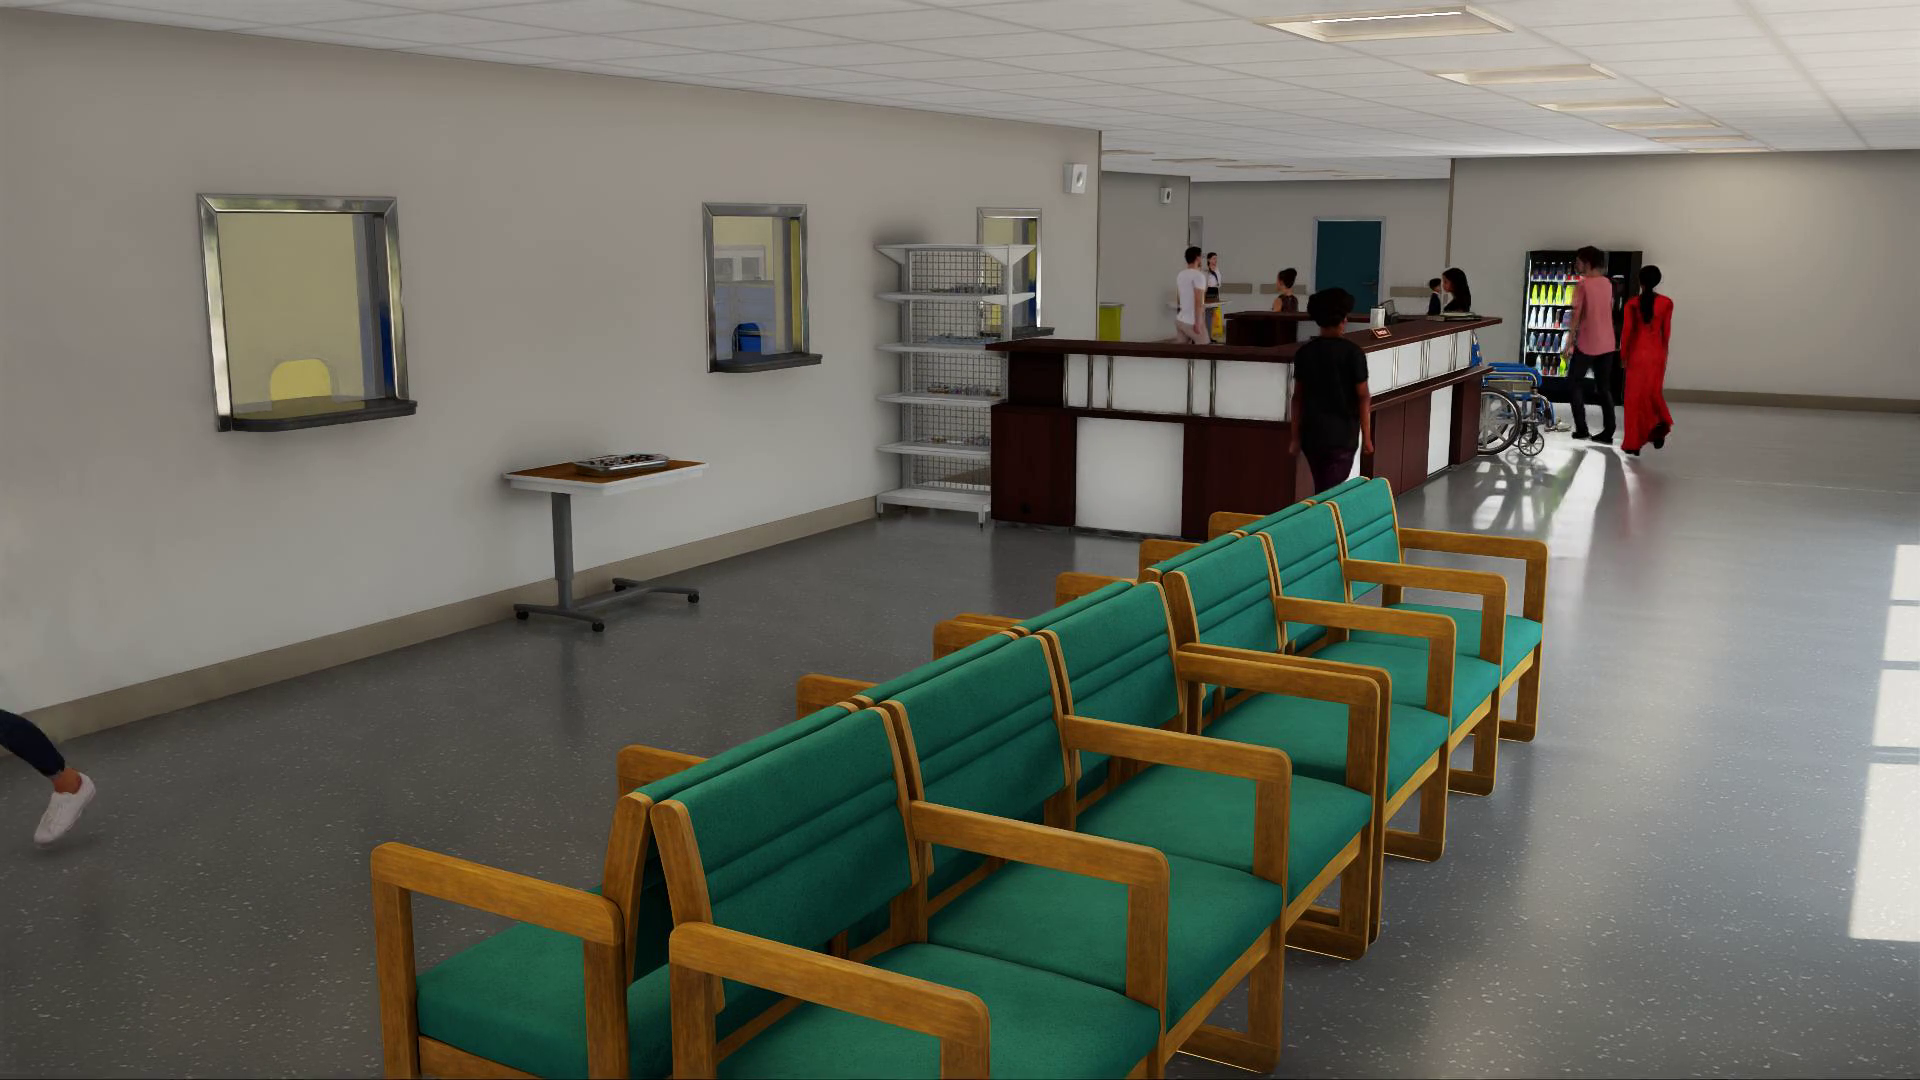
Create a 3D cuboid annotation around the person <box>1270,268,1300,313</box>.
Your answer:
[{"bbox_3d":[3.644,-2.142,18.411,1.151,1.639,0.753,10,14,42],"label":"person"}]

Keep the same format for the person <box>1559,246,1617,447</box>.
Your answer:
[{"bbox_3d":[6.183,-1.871,16.189,0.774,1.935,0.808,-3,11,-15],"label":"person"}]

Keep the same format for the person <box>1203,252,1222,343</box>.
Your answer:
[{"bbox_3d":[4.631,-4.480,30.702,0.583,1.649,0.600,10,15,44],"label":"person"}]

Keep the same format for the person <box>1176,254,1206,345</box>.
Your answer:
[{"bbox_3d":[3.766,-3.805,26.940,0.909,1.696,0.720,6,12,27],"label":"person"}]

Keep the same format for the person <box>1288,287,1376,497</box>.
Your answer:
[{"bbox_3d":[2.229,-0.636,10.177,1.108,1.750,0.816,9,14,39],"label":"person"}]

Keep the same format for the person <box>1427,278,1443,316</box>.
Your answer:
[{"bbox_3d":[8.311,-3.996,29.312,0.684,1.217,0.584,3,11,16],"label":"person"}]

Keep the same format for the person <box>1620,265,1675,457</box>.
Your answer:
[{"bbox_3d":[6.385,-1.639,15.405,0.862,1.772,0.896,0,11,-3],"label":"person"}]

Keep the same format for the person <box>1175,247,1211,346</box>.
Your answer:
[{"bbox_3d":[2.780,-2.661,20.591,1.132,1.845,1.189,-6,12,-27],"label":"person"}]
